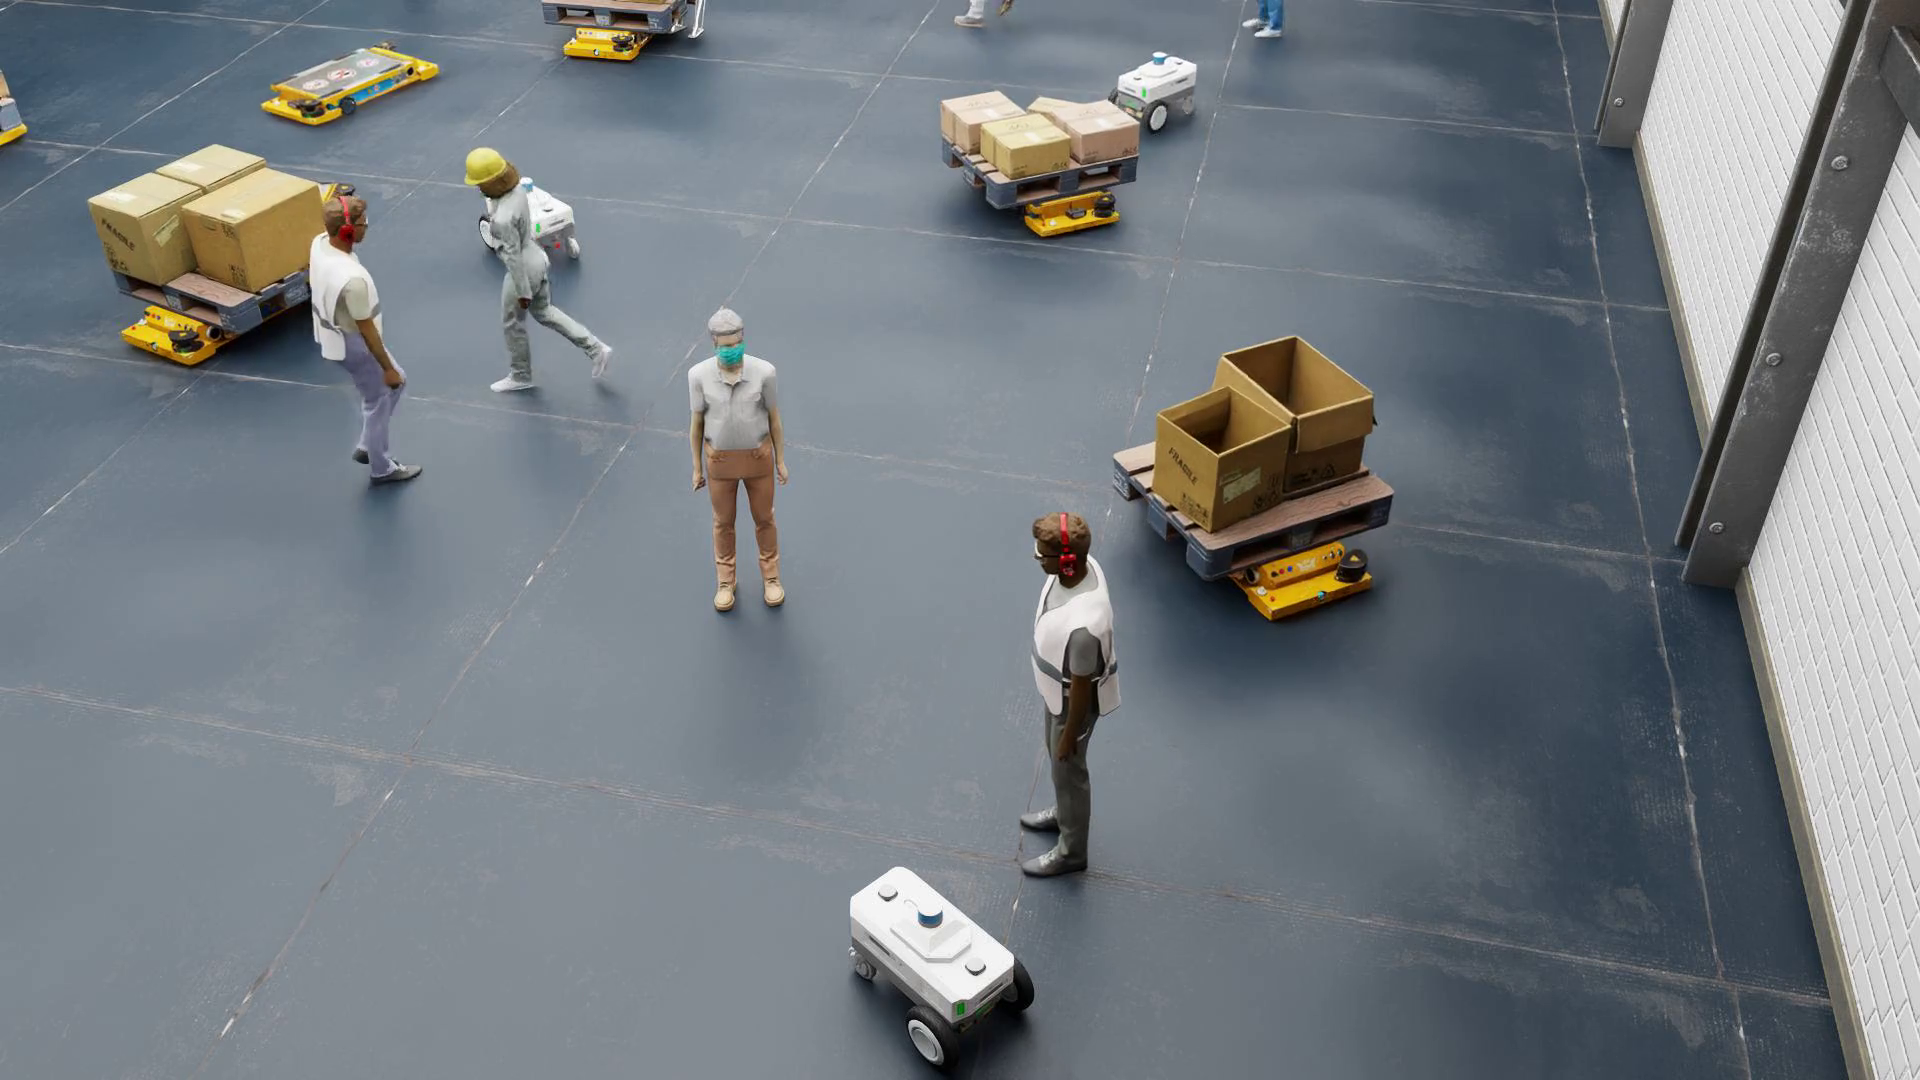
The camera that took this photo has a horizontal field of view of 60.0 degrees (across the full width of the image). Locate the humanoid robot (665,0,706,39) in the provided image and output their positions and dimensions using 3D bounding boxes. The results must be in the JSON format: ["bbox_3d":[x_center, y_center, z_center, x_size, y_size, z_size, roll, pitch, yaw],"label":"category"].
[{"bbox_3d":[-2.523,-5.471,15.202,0.533,1.677,0.735,17,40,21],"label":"humanoid robot"}]

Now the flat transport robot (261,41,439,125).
[{"bbox_3d":[-5.342,-4.009,14.584,0.659,0.231,1.431,20,41,25],"label":"flat transport robot"}]

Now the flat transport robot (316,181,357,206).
[{"bbox_3d":[-5.298,-2.432,12.473,1.431,0.231,0.659,-3,37,-3],"label":"flat transport robot"}]

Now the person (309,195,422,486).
[{"bbox_3d":[-3.368,-1.088,9.370,0.460,1.823,0.597,-20,41,-24],"label":"person"}]

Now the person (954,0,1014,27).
[{"bbox_3d":[0.245,-5.775,15.606,0.536,1.870,0.637,10,38,13],"label":"person"}]

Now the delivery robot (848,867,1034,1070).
[{"bbox_3d":[-0.102,1.697,6.725,0.499,0.614,0.815,-30,46,-33],"label":"delivery robot"}]

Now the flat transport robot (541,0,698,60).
[{"bbox_3d":[-3.175,-4.906,15.784,0.659,0.231,1.431,8,37,10],"label":"flat transport robot"}]

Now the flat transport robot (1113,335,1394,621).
[{"bbox_3d":[1.626,-0.102,9.356,0.659,0.231,1.431,-16,40,-20],"label":"flat transport robot"}]

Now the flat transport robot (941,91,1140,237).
[{"bbox_3d":[0.608,-2.768,12.923,0.659,0.231,1.431,-16,40,-20],"label":"flat transport robot"}]

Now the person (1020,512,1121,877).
[{"bbox_3d":[0.469,0.652,7.041,0.399,1.833,0.571,-3,37,-3],"label":"person"}]

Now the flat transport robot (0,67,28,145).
[{"bbox_3d":[-8.394,-3.170,13.461,0.659,0.231,1.431,16,39,20],"label":"flat transport robot"}]

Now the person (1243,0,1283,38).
[{"bbox_3d":[2.877,-5.446,15.321,0.418,1.678,0.550,1,37,1],"label":"person"}]

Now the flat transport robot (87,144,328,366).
[{"bbox_3d":[-4.962,-1.664,11.446,0.659,0.231,1.431,19,41,23],"label":"flat transport robot"}]

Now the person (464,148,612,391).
[{"bbox_3d":[-2.619,-1.650,10.231,0.739,1.691,0.522,-1,37,-1],"label":"person"}]

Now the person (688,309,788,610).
[{"bbox_3d":[-1.132,-0.404,8.521,0.491,1.747,0.309,-5,37,-6],"label":"person"}]

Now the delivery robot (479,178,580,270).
[{"bbox_3d":[-3.132,-2.355,12.112,0.747,0.572,0.499,31,46,34],"label":"delivery robot"}]

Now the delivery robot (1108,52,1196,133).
[{"bbox_3d":[1.653,-3.810,14.095,0.818,0.614,0.499,-29,46,-33],"label":"delivery robot"}]
